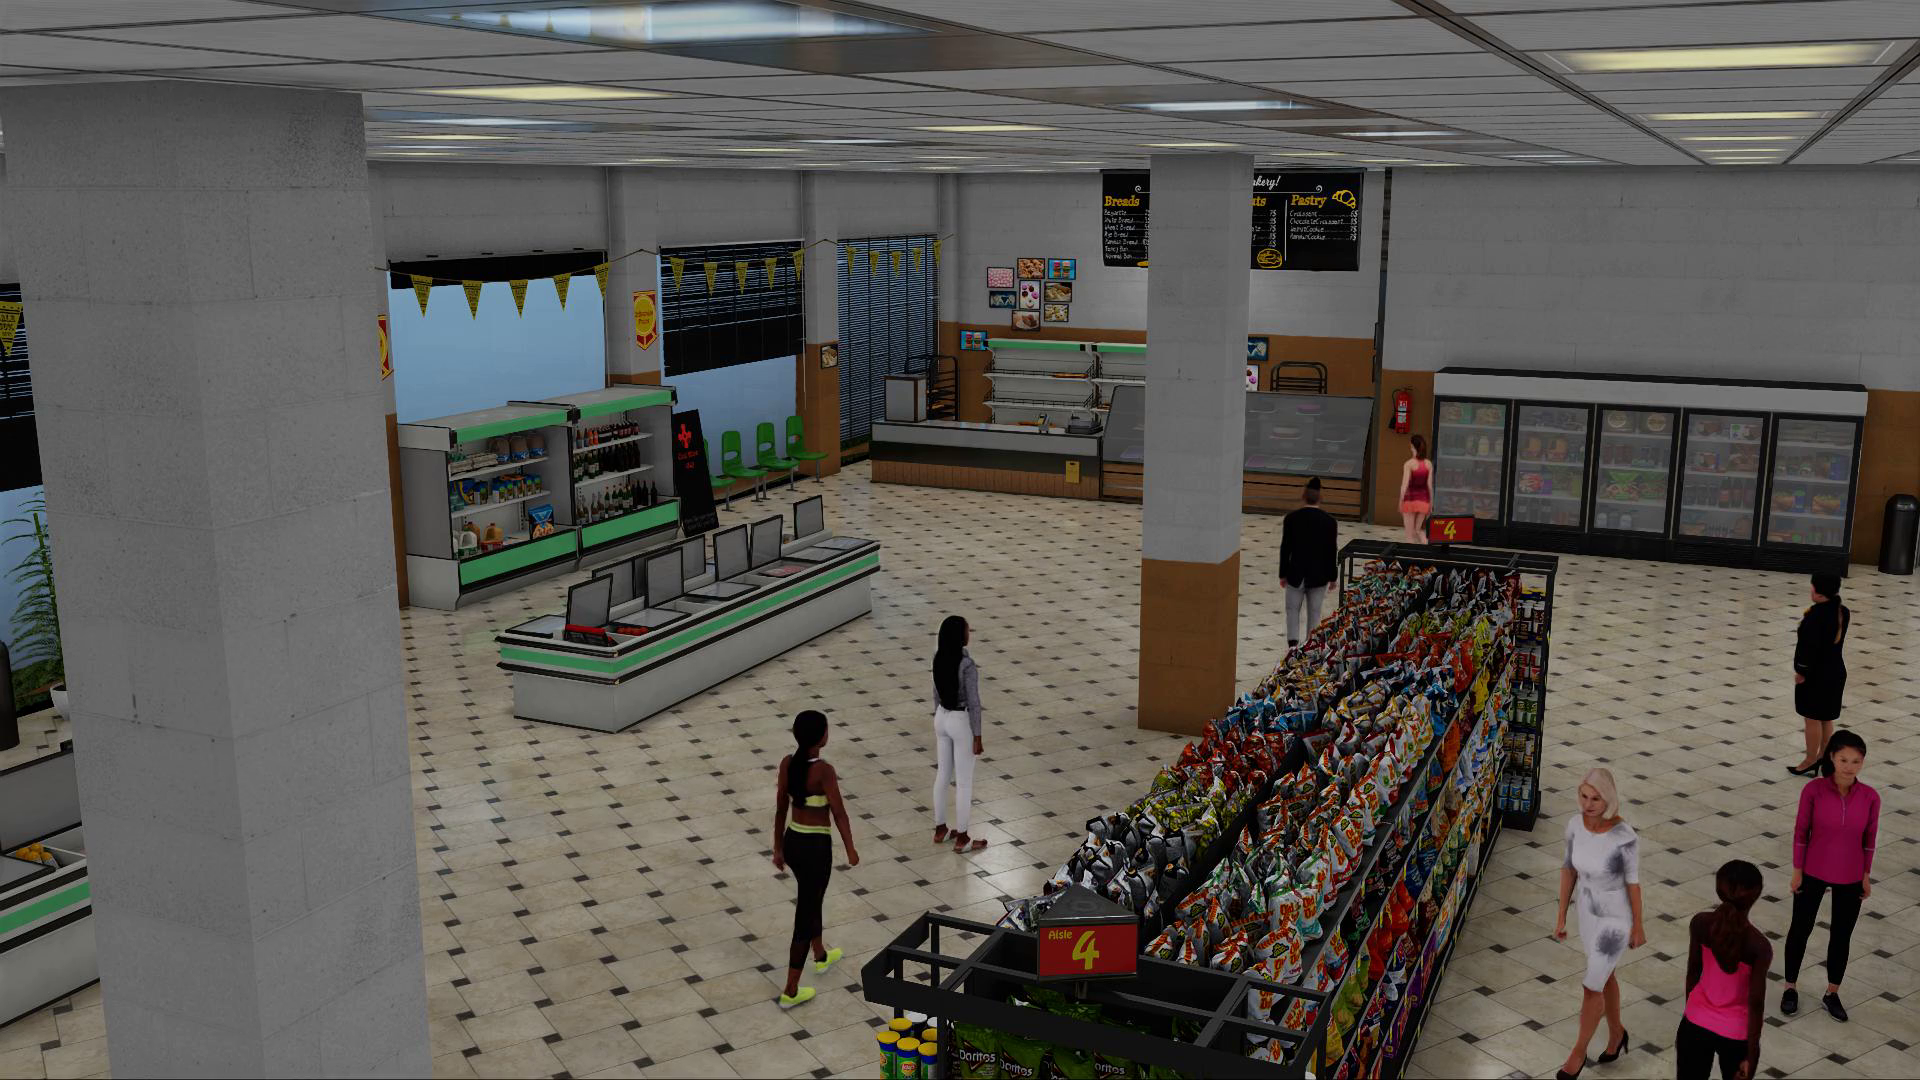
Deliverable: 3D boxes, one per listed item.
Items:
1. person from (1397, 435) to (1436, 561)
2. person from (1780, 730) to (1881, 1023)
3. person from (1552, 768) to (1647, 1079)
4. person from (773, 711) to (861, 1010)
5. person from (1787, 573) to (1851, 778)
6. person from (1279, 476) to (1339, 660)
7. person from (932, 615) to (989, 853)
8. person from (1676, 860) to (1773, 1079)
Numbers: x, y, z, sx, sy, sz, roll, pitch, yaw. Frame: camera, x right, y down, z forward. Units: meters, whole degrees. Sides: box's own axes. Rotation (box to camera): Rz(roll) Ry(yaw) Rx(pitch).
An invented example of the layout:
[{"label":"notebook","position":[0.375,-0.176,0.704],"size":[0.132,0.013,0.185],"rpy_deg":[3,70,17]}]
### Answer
[{"label":"person","position":[5.650,-0.410,20.474],"size":[0.759,1.738,0.822],"rpy_deg":[-3,12,-15]},{"label":"person","position":[4.991,1.911,9.540],"size":[0.622,1.701,0.612],"rpy_deg":[3,12,15]},{"label":"person","position":[3.515,2.028,8.962],"size":[0.976,1.711,0.857],"rpy_deg":[-8,14,-34]},{"label":"person","position":[-0.944,1.874,9.654],"size":[0.701,1.727,0.955],"rpy_deg":[10,15,38]},{"label":"person","position":[6.982,1.092,13.503],"size":[0.755,1.671,0.867],"rpy_deg":[-8,14,-34]},{"label":"person","position":[3.431,0.339,16.424],"size":[0.815,1.940,0.986],"rpy_deg":[3,12,15]},{"label":"person","position":[-0.027,1.377,12.021],"size":[0.646,1.724,0.668],"rpy_deg":[-10,15,-39]},{"label":"person","position":[3.437,2.308,7.645],"size":[1.046,1.706,0.783],"rpy_deg":[-10,15,-39]}]
